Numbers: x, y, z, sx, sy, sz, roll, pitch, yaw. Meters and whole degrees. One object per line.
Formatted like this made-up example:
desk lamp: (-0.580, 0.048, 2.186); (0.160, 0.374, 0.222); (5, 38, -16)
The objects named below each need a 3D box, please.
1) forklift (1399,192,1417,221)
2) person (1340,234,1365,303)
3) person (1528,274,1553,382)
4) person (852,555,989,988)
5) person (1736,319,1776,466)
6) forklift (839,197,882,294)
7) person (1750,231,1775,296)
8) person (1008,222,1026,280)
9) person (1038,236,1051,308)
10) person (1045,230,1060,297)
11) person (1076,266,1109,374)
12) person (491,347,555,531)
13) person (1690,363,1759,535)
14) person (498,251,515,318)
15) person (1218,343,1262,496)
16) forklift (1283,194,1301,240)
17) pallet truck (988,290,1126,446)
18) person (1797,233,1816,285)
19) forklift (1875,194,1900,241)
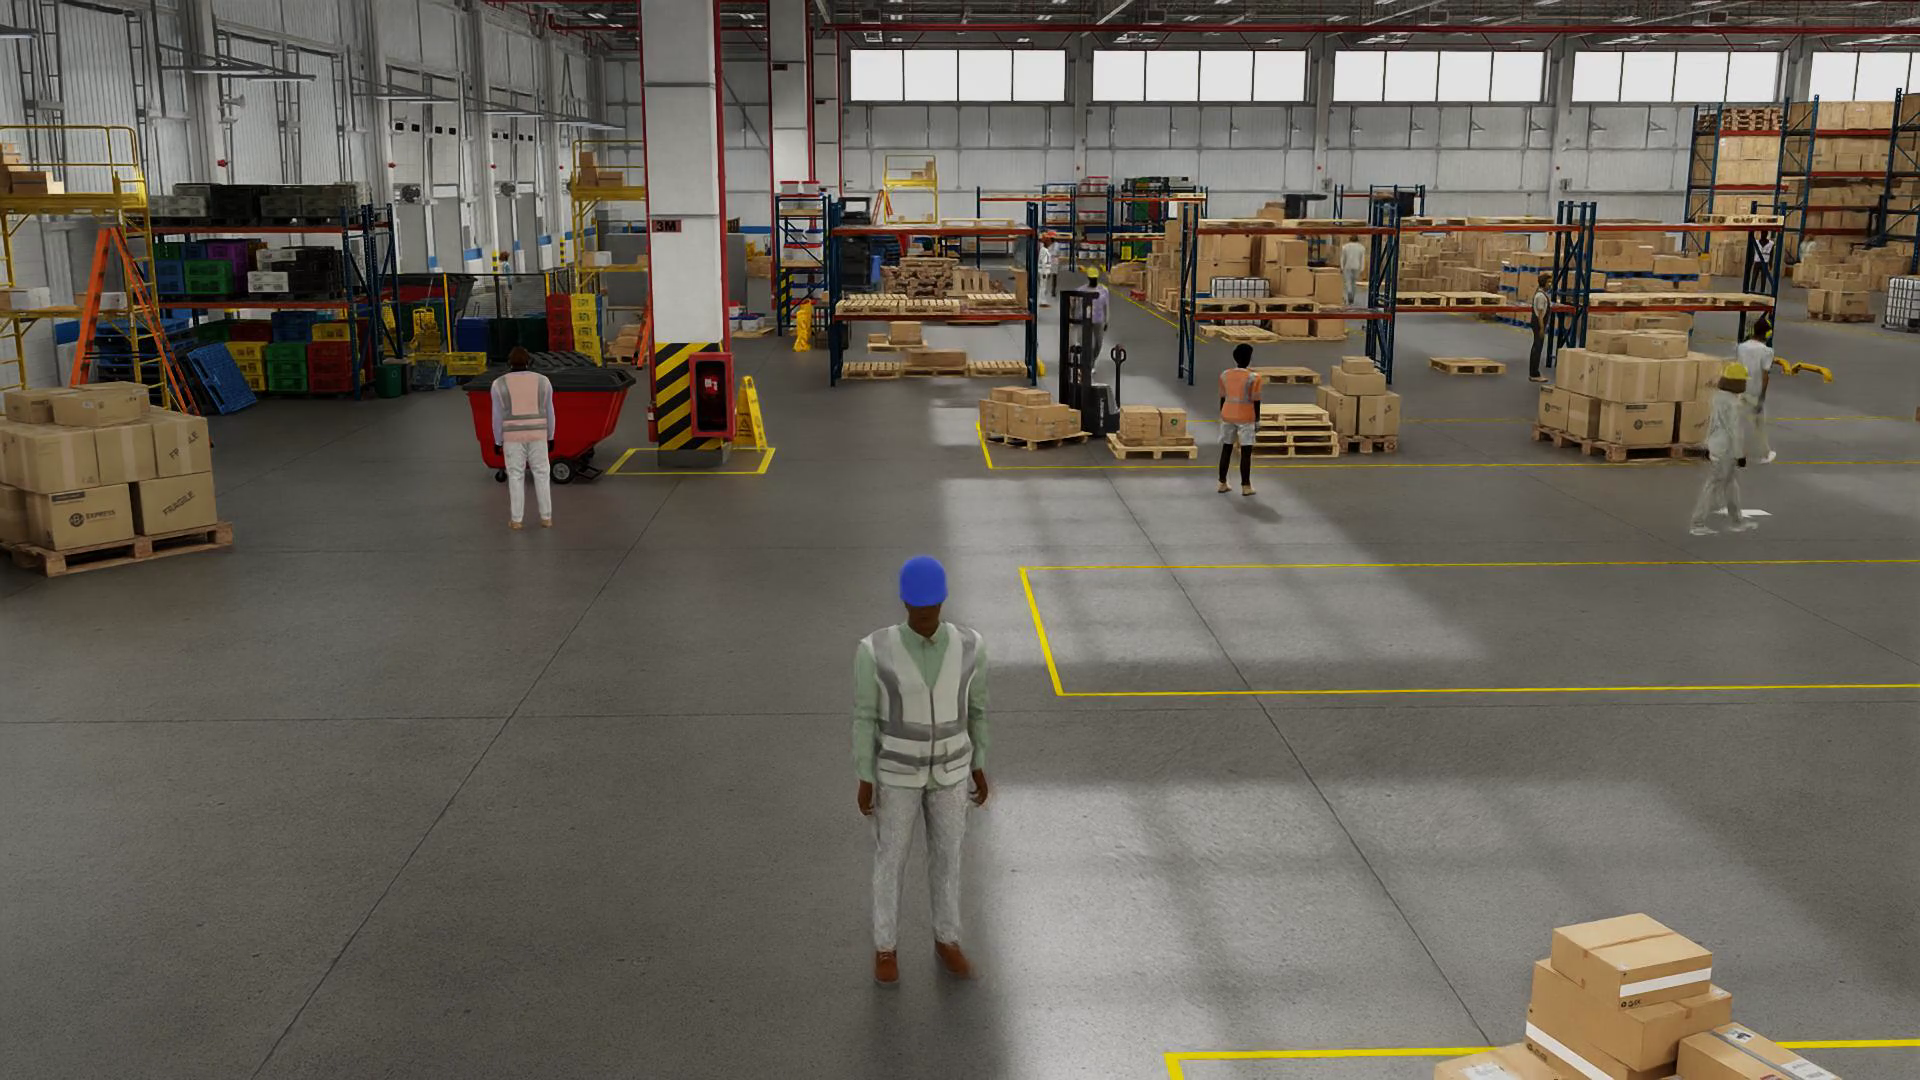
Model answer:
forklift: (16.061, -11.118, 59.920); (1.873, 2.768, 1.129); (0, 12, -2)
person: (10.711, -7.411, 45.366); (0.641, 1.919, 0.567); (0, 12, 2)
person: (9.942, -3.628, 28.460); (0.345, 1.846, 0.507); (3, 13, 14)
person: (-0.165, 1.007, 7.296); (0.615, 1.945, 0.404); (-4, 13, -16)
person: (9.579, -1.761, 20.112); (1.003, 1.814, 0.518); (-10, 16, -37)
forklift: (-3.050, -8.675, 48.889); (1.129, 2.768, 1.873); (3, 13, 14)
person: (23.150, -7.995, 48.024); (0.590, 1.913, 0.398); (6, 14, 26)
person: (2.050, -9.540, 55.006); (0.870, 1.916, 0.629); (2, 13, 11)
person: (2.236, -7.081, 43.958); (0.337, 1.882, 0.585); (1, 13, 6)
person: (2.621, -7.989, 48.001); (0.544, 1.919, 0.641); (-4, 13, -17)
person: (2.360, -3.941, 29.722); (0.596, 1.905, 0.505); (-1, 13, -7)
person: (-4.368, -1.014, 16.664); (0.622, 1.845, 0.429); (-5, 14, -23)
person: (7.624, -0.881, 16.369); (0.809, 1.708, 0.509); (1, 13, 5)
person: (-11.166, -6.259, 40.831); (0.313, 1.633, 0.515); (-10, 16, -38)
person: (3.103, -1.339, 18.483); (0.533, 1.690, 0.321); (10, 16, 37)
forklift: (10.908, -9.998, 54.864); (1.873, 2.768, 1.129); (0, 12, -2)
pallet truck: (1.257, -2.299, 22.111); (1.885, 1.965, 0.823); (-9, 15, -35)
person: (26.931, -8.933, 52.921); (0.374, 1.626, 0.522); (-10, 16, -39)
forklift: (29.999, -9.760, 53.788); (1.873, 2.768, 1.129); (0, 12, -2)
